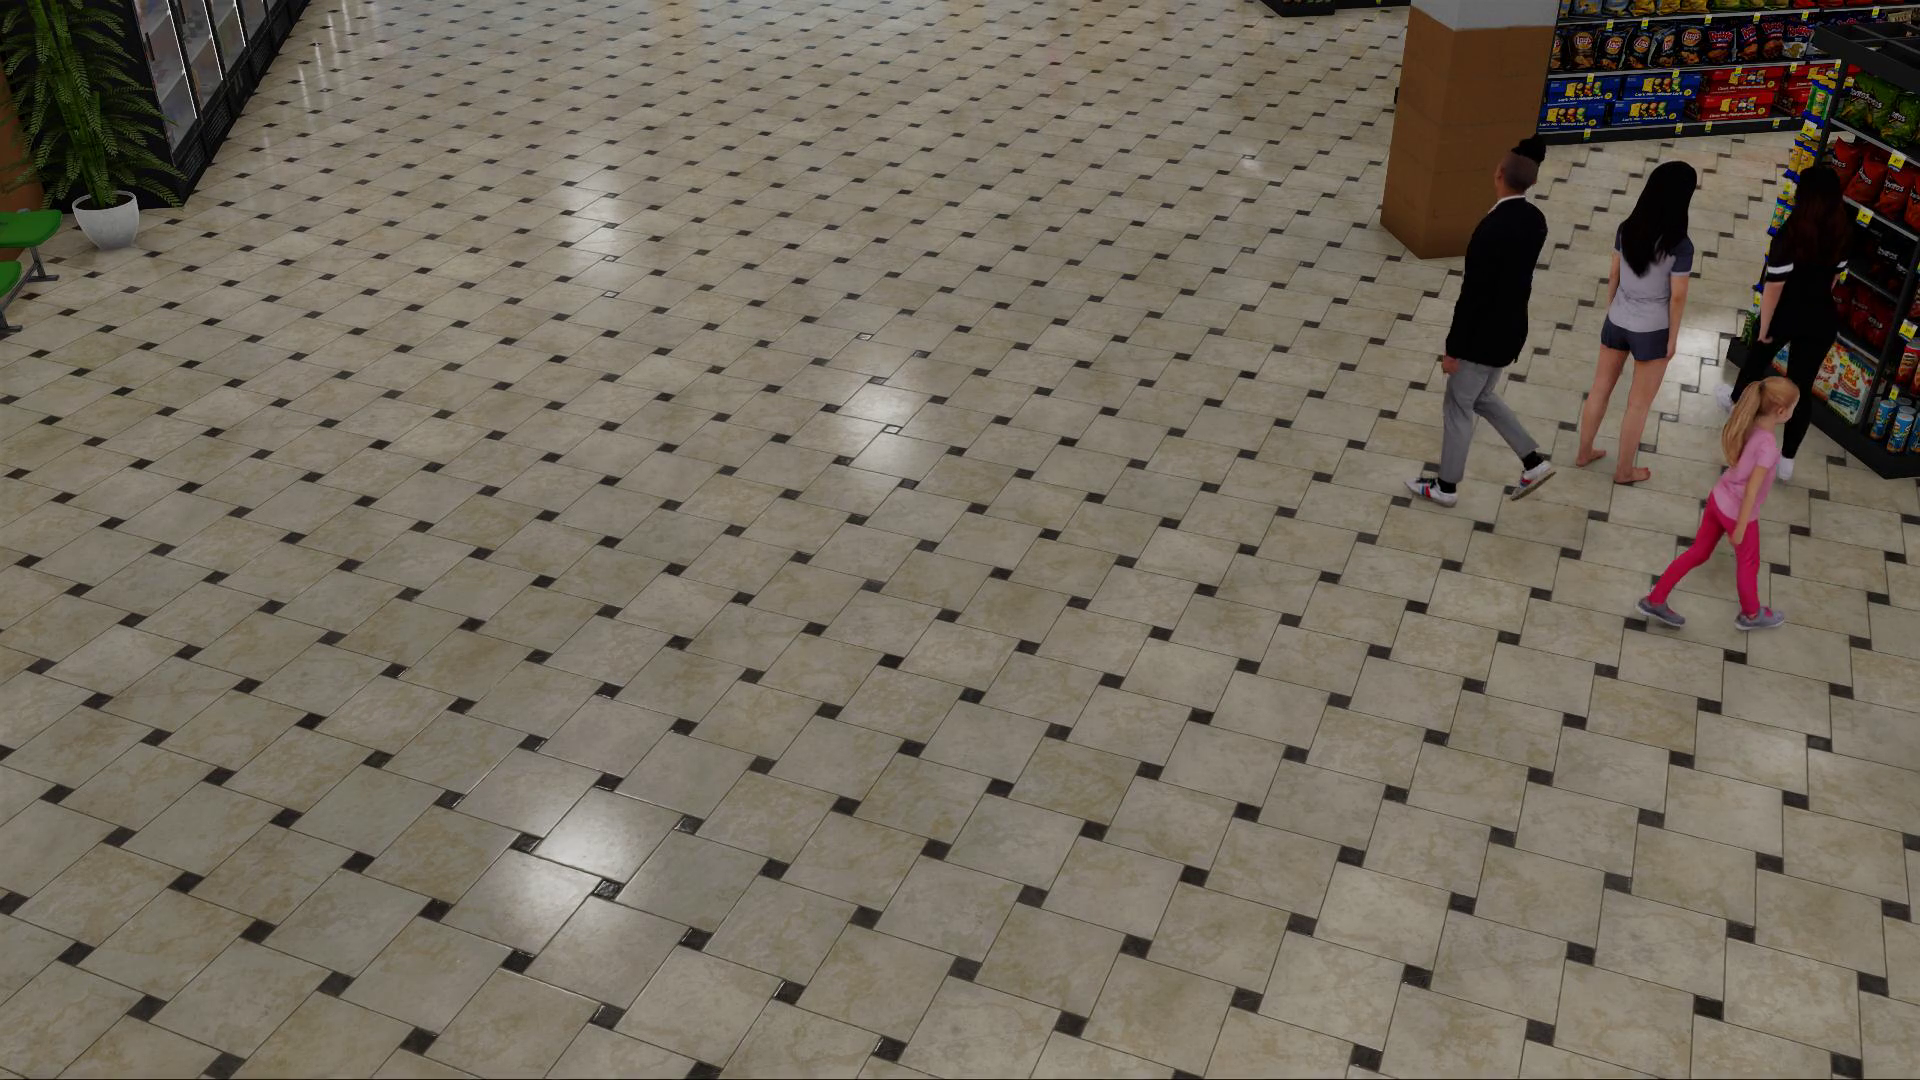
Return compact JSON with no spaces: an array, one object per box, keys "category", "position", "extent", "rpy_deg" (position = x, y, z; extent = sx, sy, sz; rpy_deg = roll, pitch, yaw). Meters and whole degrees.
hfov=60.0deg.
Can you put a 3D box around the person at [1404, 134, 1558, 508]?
[{"category":"person","position":[2.681,-0.991,8.112],"extent":[1.111,1.925,1.070],"rpy_deg":[22,38,31]}]

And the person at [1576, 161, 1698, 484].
[{"category":"person","position":[3.472,-1.109,8.508],"extent":[0.658,1.707,0.668],"rpy_deg":[-19,37,-28]}]

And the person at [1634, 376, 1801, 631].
[{"category":"person","position":[3.367,-0.135,7.381],"extent":[0.934,1.245,0.622],"rpy_deg":[1,32,2]}]

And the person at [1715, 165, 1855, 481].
[{"category":"person","position":[4.343,-1.077,8.572],"extent":[1.122,1.585,0.803],"rpy_deg":[0,32,0]}]
